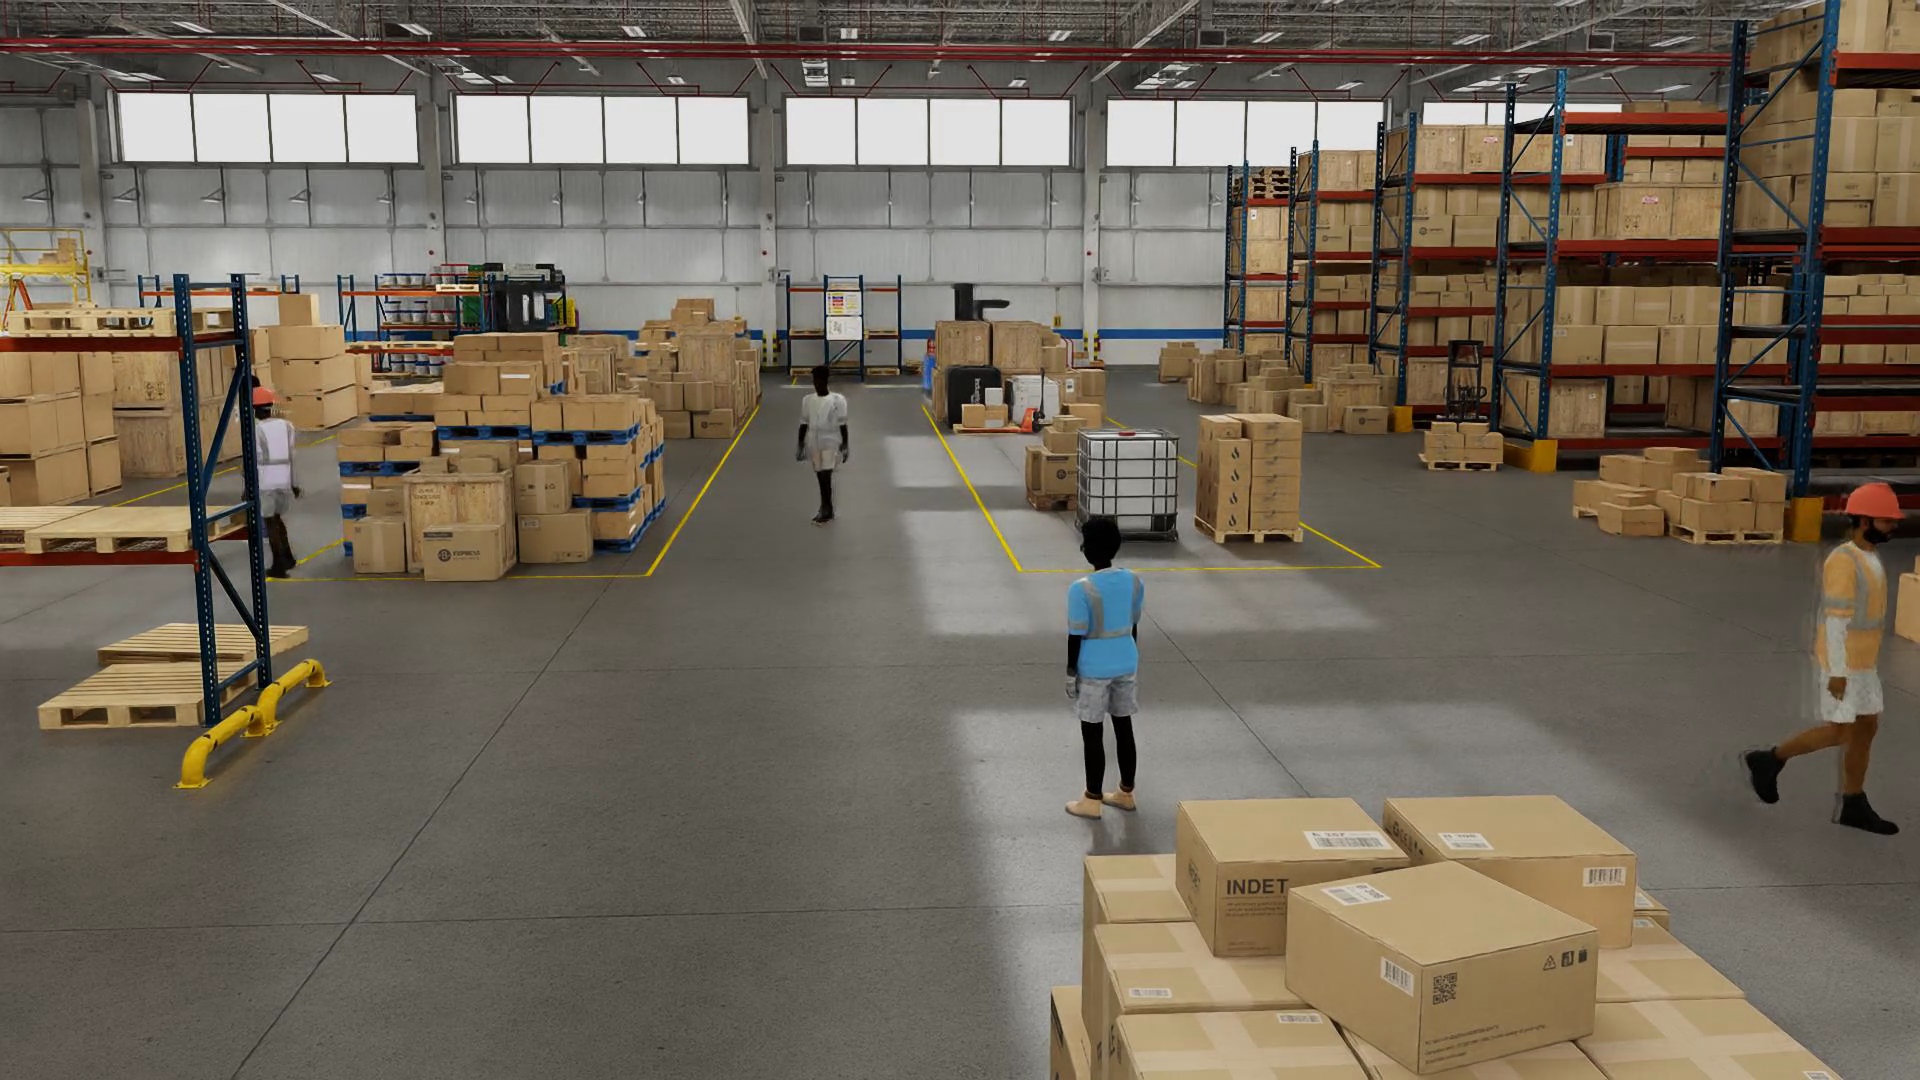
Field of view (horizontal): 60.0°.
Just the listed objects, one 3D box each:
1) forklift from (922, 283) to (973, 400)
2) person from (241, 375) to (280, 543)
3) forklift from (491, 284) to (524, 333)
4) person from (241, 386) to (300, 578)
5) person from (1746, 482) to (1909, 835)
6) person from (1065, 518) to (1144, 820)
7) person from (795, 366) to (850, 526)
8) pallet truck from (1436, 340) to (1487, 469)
[{"bbox_3d":[0.065,-4.759,39.915,1.873,2.768,1.129,-2,9,-10],"label":"forklift"},{"bbox_3d":[-7.915,-0.915,18.802,0.391,1.915,0.587,1,9,5],"label":"person"},{"bbox_3d":[-10.007,-4.280,36.905,1.873,2.768,1.129,-8,12,-39],"label":"forklift"},{"bbox_3d":[-6.899,-0.569,16.598,0.419,1.920,0.586,5,10,29],"label":"person"},{"bbox_3d":[4.790,0.626,9.096,0.552,1.923,0.695,-8,12,-40],"label":"person"},{"bbox_3d":[0.797,0.717,9.252,0.537,1.694,0.319,-7,11,-37],"label":"person"},{"bbox_3d":[-1.709,-1.126,20.065,0.618,1.931,0.880,5,10,27],"label":"person"},{"bbox_3d":[8.004,-2.170,26.422,0.823,1.965,1.885,2,9,14],"label":"pallet truck"}]
